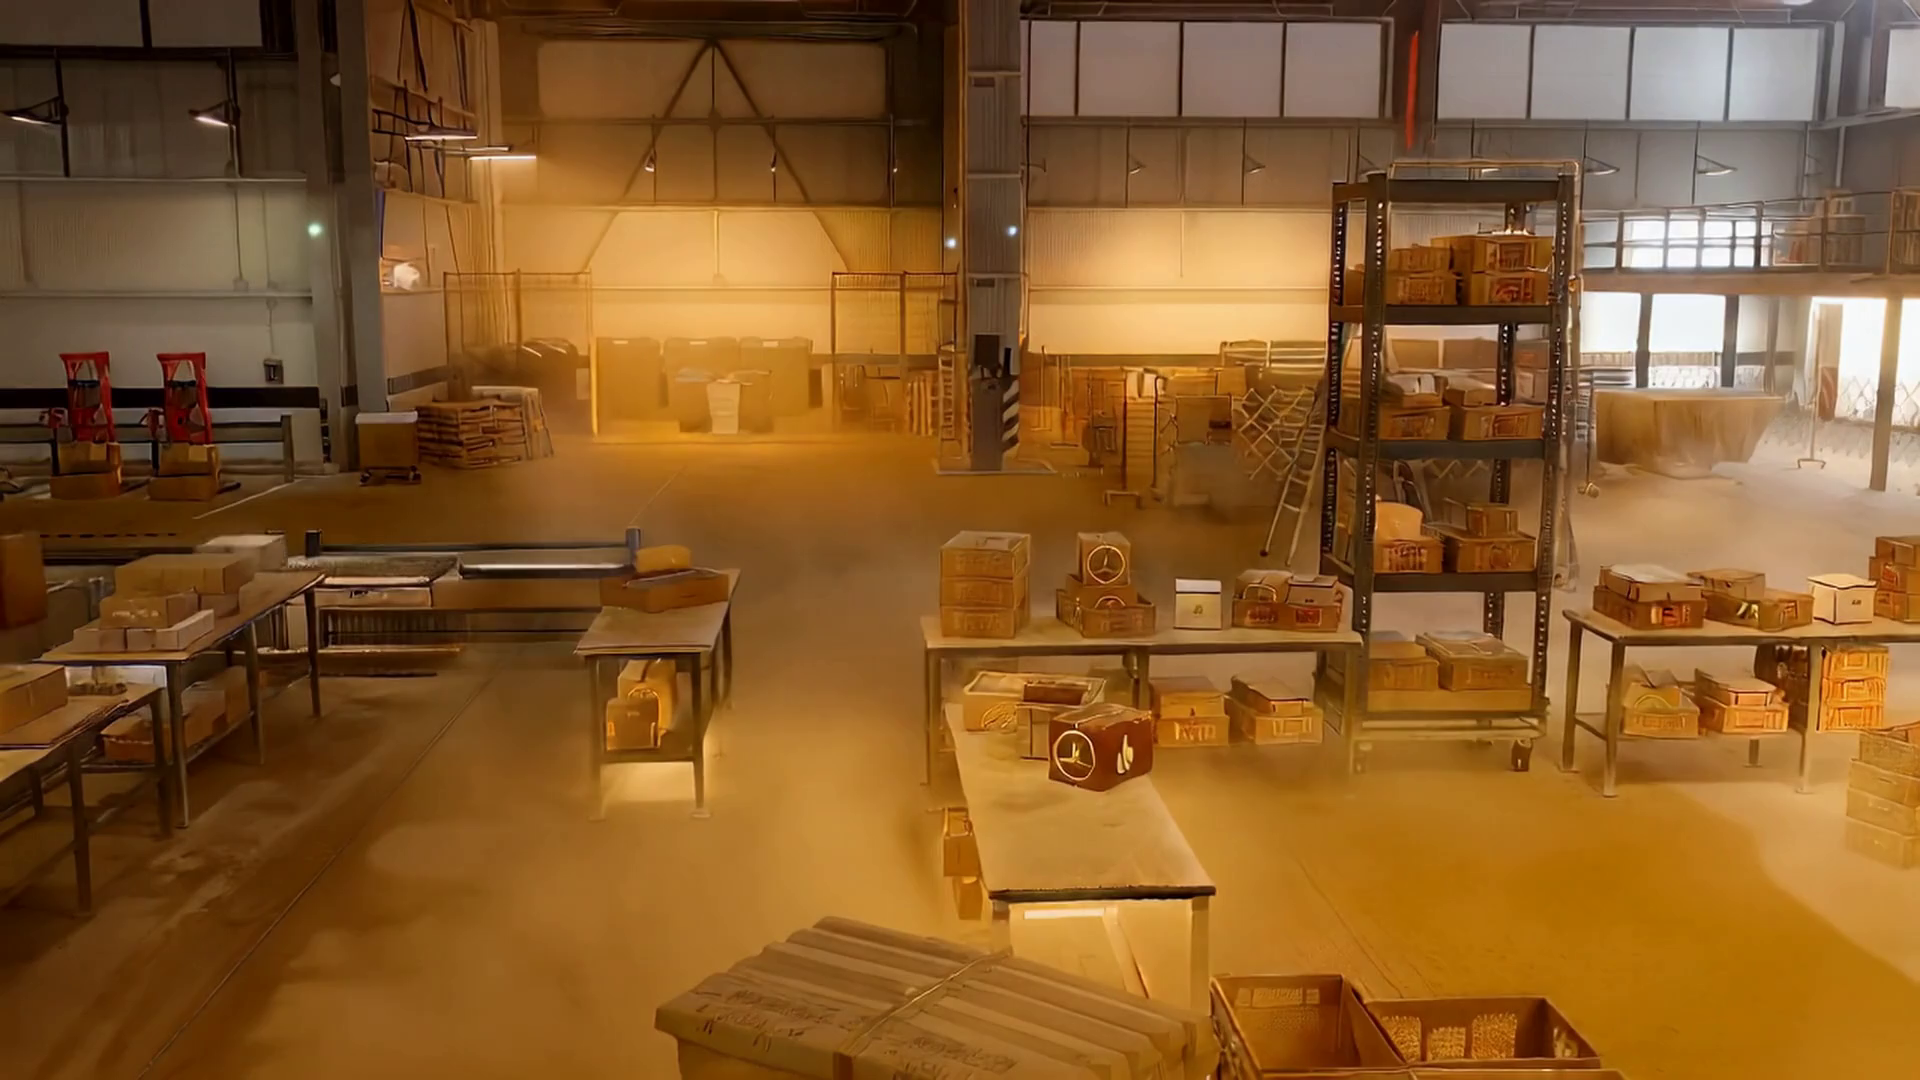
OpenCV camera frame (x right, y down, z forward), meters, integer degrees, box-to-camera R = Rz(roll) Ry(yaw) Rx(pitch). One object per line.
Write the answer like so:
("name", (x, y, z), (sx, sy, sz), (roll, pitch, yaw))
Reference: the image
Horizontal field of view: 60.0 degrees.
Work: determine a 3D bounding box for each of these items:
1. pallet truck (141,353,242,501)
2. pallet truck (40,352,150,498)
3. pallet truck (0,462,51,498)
("pallet truck", (-10.520, -1.604, 22.925), (0.823, 1.965, 1.885), (-1, 9, -6))
("pallet truck", (-11.907, -1.642, 23.165), (0.823, 1.965, 1.885), (0, 9, 0))
("pallet truck", (-13.193, -1.293, 23.148), (0.653, 1.274, 1.630), (-1, 9, -4))
